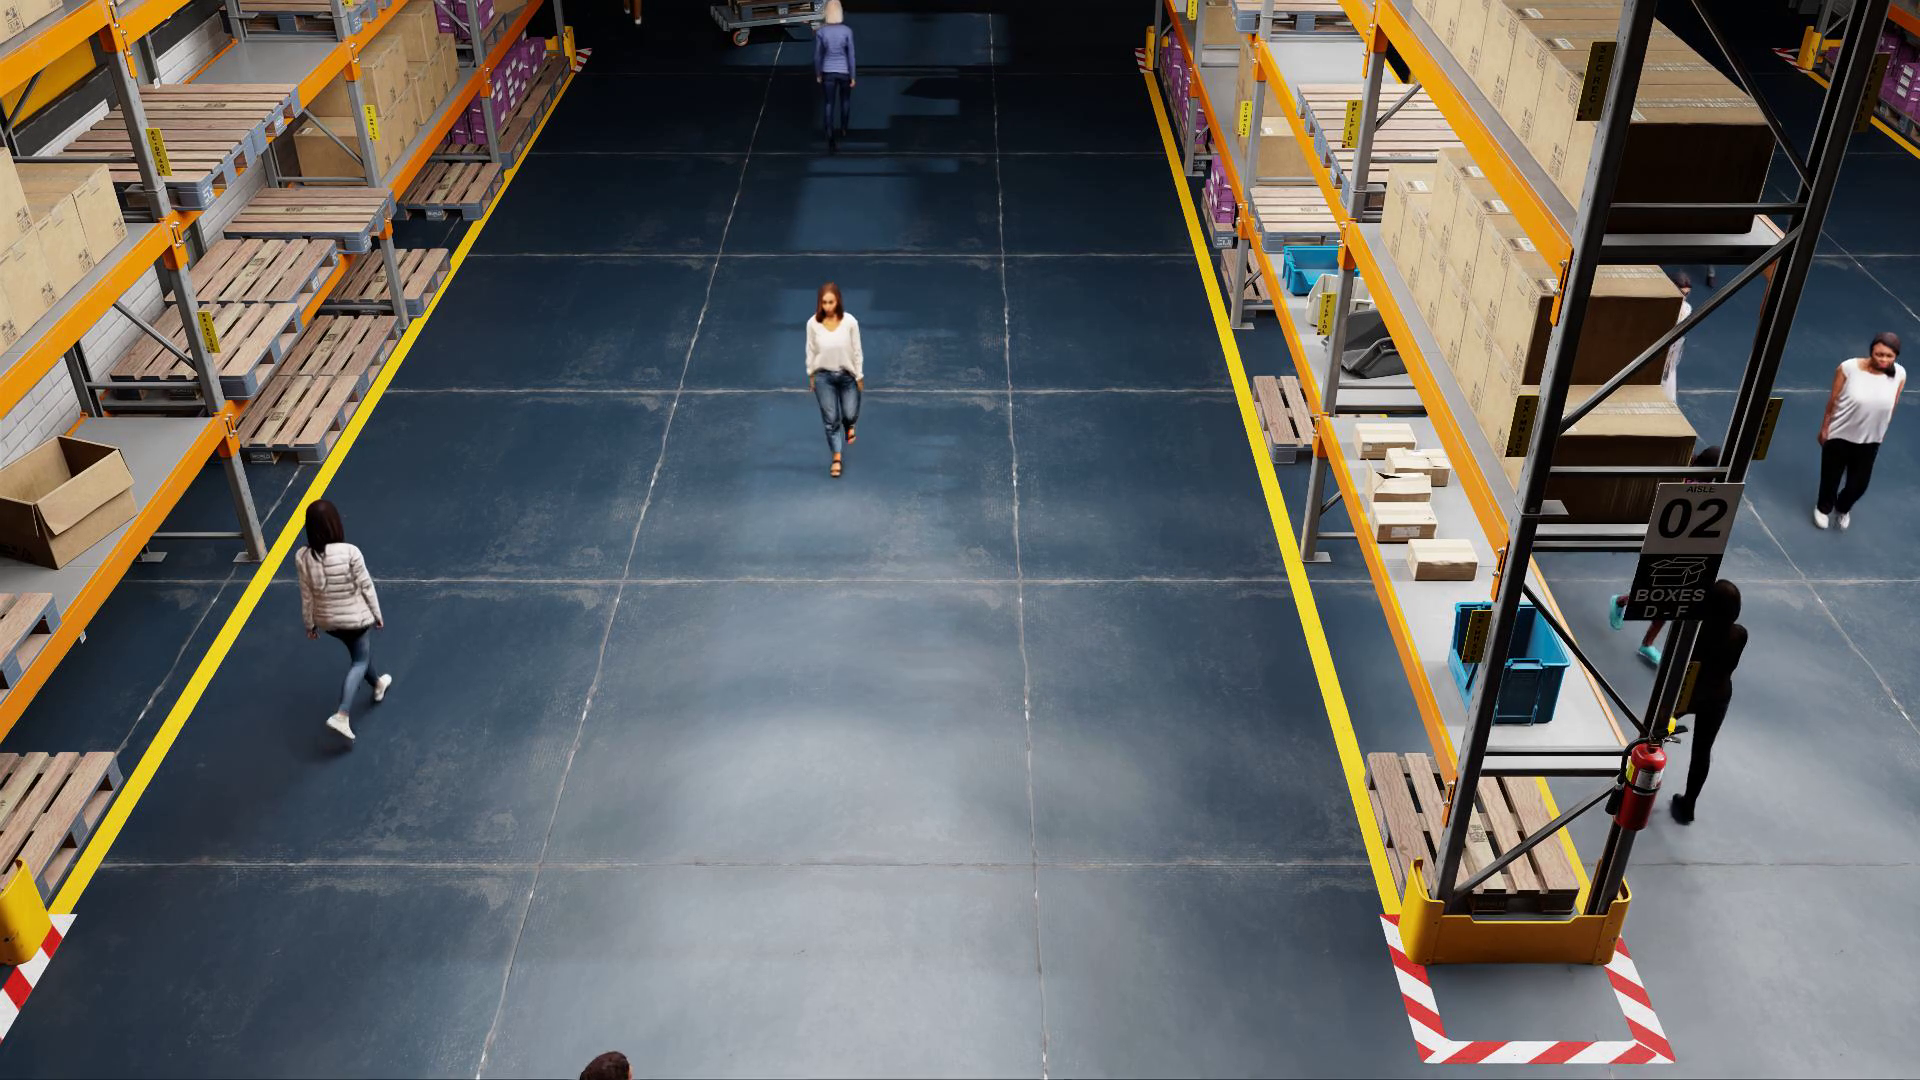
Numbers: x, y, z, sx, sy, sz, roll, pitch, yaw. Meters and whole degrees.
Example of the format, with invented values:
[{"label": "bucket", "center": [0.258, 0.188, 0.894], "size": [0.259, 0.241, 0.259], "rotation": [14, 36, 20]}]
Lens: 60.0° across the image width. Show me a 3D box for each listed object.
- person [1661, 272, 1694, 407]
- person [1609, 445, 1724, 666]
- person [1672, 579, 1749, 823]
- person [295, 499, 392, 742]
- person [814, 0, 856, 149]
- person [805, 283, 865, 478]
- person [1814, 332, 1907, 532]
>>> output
[{"label": "person", "center": [5.612, -1.422, 13.595], "size": [0.665, 1.761, 0.675], "rotation": [-8, 34, -12]}, {"label": "person", "center": [4.872, 0.042, 11.444], "size": [0.757, 1.704, 0.914], "rotation": [-9, 35, -13]}, {"label": "person", "center": [4.508, 1.019, 10.053], "size": [0.585, 1.616, 0.844], "rotation": [1, 34, 2]}, {"label": "person", "center": [-4.032, 0.537, 10.788], "size": [0.686, 1.605, 1.021], "rotation": [4, 34, 6]}, {"label": "person", "center": [-1.486, -5.551, 19.842], "size": [0.676, 1.723, 1.057], "rotation": [1, 34, 2]}, {"label": "person", "center": [-0.997, -1.351, 13.573], "size": [0.633, 1.667, 0.767], "rotation": [1, 34, 2]}, {"label": "person", "center": [6.903, -0.866, 12.838], "size": [0.725, 1.674, 0.712], "rotation": [9, 35, 14]}]
